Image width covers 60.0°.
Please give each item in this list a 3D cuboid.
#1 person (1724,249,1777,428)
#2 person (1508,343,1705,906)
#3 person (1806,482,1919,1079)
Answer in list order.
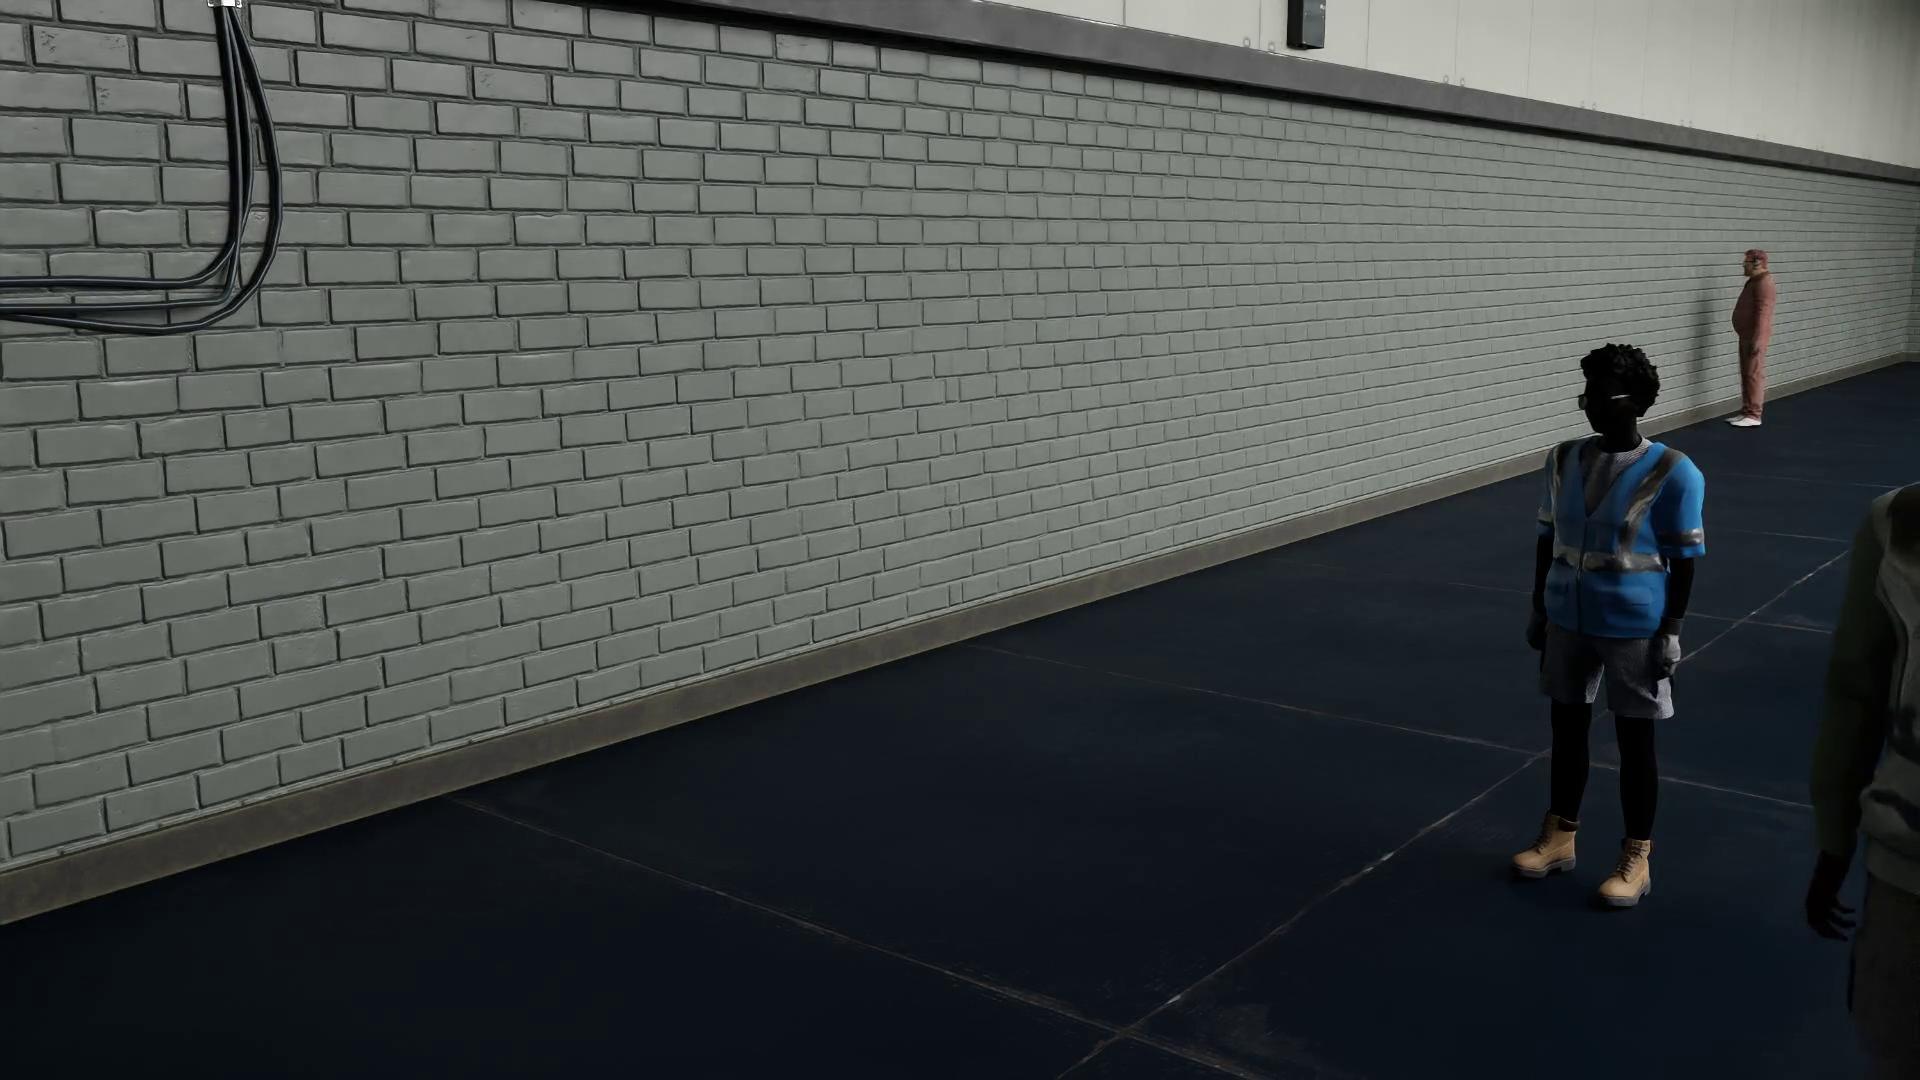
[{"bbox_3d":[8.550,-2.182,17.977,0.404,1.906,0.647,3,11,15],"label":"person"},{"bbox_3d":[1.962,0.254,5.060,0.317,1.695,0.540,-7,13,-35],"label":"person"},{"bbox_3d":[1.708,0.551,2.721,0.615,1.943,0.409,10,14,43],"label":"person"}]
